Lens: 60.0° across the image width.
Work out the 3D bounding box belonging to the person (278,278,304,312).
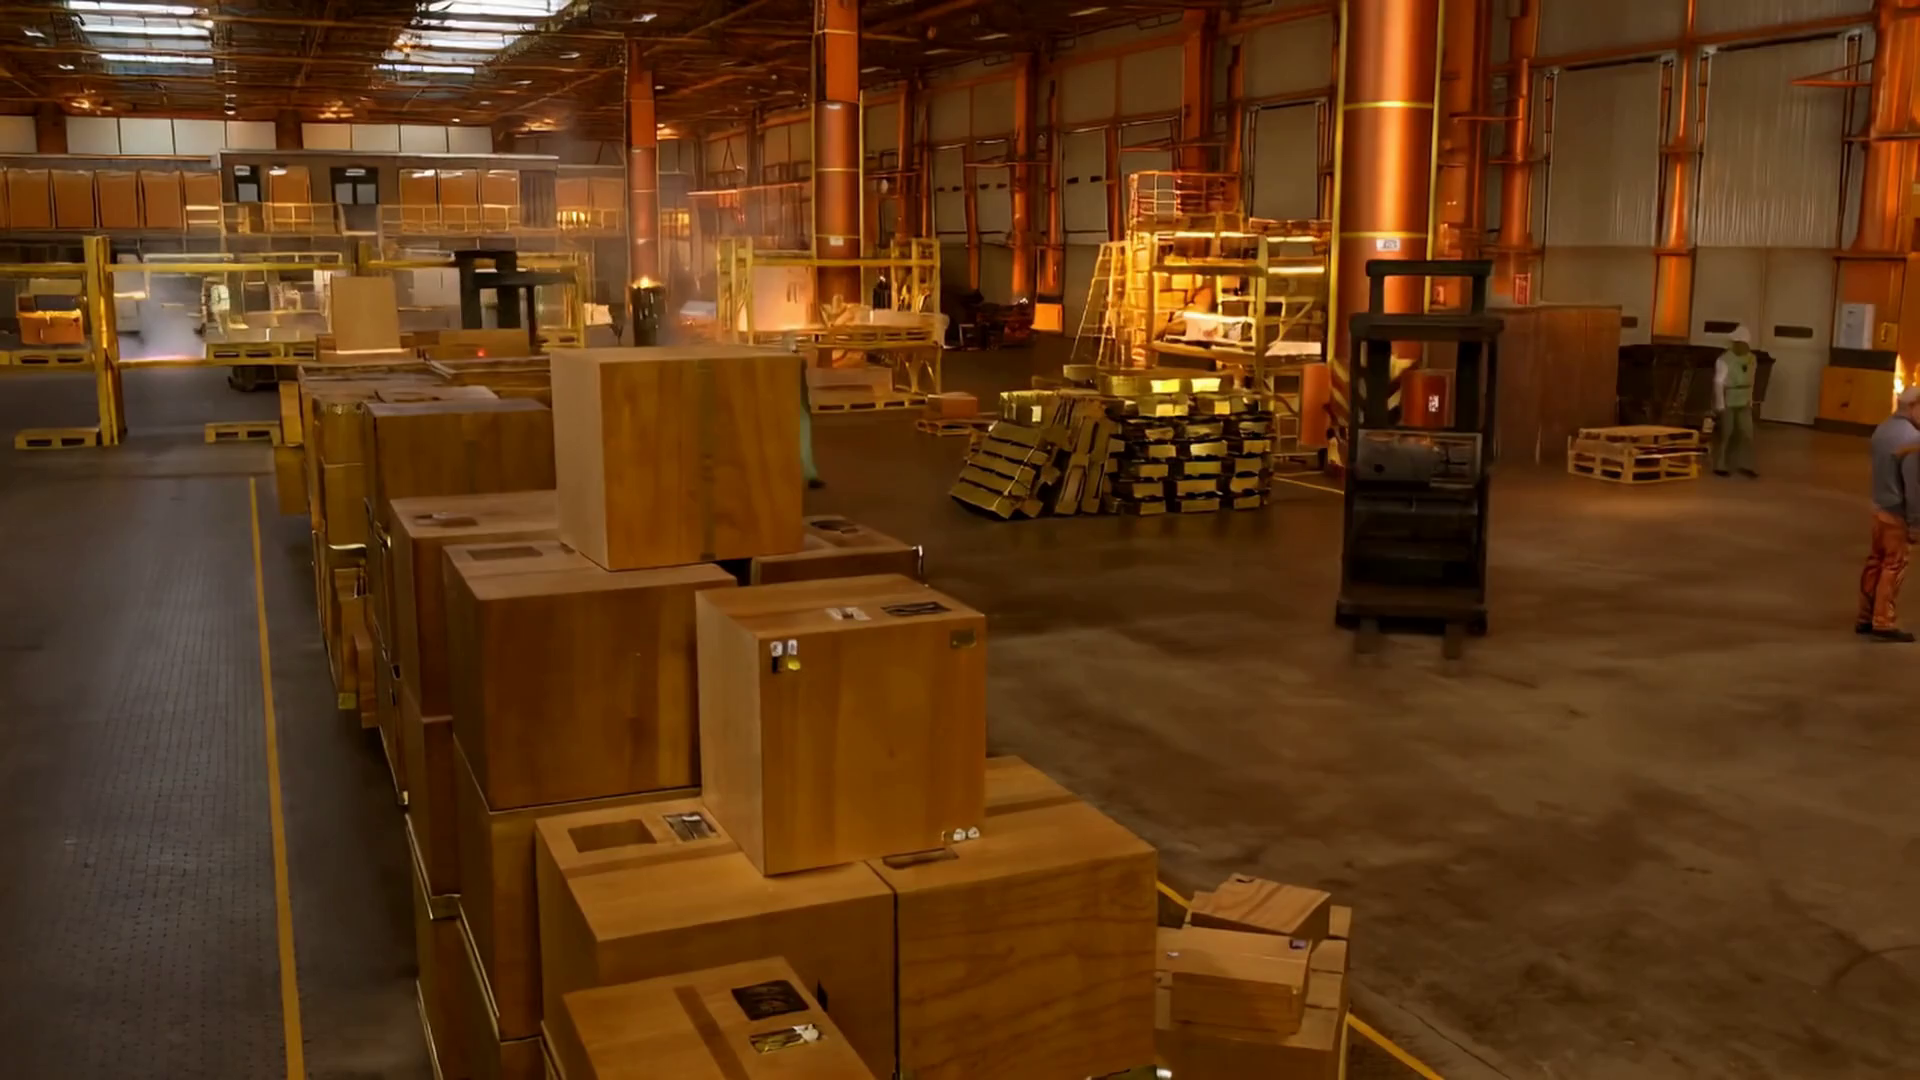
[{"bbox_3d":[-16.200,-5.295,40.184,0.539,2.000,0.689,2,11,13],"label":"person"}]

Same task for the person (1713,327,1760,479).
[{"bbox_3d":[9.721,-1.699,20.730,0.619,1.894,0.786,-2,11,-13],"label":"person"}]

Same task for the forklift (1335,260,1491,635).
[{"bbox_3d":[3.665,-0.829,13.254,1.129,2.768,1.873,3,11,16],"label":"forklift"}]

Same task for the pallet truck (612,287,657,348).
[{"bbox_3d":[-6.464,-4.406,35.401,0.823,1.965,1.885,6,12,32],"label":"pallet truck"}]

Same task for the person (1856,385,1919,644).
[{"bbox_3d":[6.968,-0.189,12.369,0.381,1.929,0.634,0,10,2],"label":"person"}]

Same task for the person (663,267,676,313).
[{"bbox_3d":[-11.743,-10.096,67.183,0.506,1.846,0.349,2,10,12],"label":"person"}]

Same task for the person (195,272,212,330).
[{"bbox_3d":[-24.868,-7.825,54.491,0.683,1.914,0.560,-9,13,-40],"label":"person"}]

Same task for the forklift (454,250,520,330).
[{"bbox_3d":[-6.645,-2.698,23.555,1.873,2.768,1.129,5,12,28],"label":"forklift"}]

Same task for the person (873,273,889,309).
[{"bbox_3d":[-2.642,-7.998,55.591,0.553,1.854,0.439,0,10,1],"label":"person"}]

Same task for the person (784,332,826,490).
[{"bbox_3d":[-2.054,-1.556,20.014,0.644,1.892,1.035,-9,14,-41],"label":"person"}]

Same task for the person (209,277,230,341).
[{"bbox_3d":[-21.729,-6.748,48.662,0.645,1.865,0.605,6,12,29],"label":"person"}]

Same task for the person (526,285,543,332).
[{"bbox_3d":[-12.431,-6.740,48.471,0.609,1.929,0.581,8,13,36],"label":"person"}]
